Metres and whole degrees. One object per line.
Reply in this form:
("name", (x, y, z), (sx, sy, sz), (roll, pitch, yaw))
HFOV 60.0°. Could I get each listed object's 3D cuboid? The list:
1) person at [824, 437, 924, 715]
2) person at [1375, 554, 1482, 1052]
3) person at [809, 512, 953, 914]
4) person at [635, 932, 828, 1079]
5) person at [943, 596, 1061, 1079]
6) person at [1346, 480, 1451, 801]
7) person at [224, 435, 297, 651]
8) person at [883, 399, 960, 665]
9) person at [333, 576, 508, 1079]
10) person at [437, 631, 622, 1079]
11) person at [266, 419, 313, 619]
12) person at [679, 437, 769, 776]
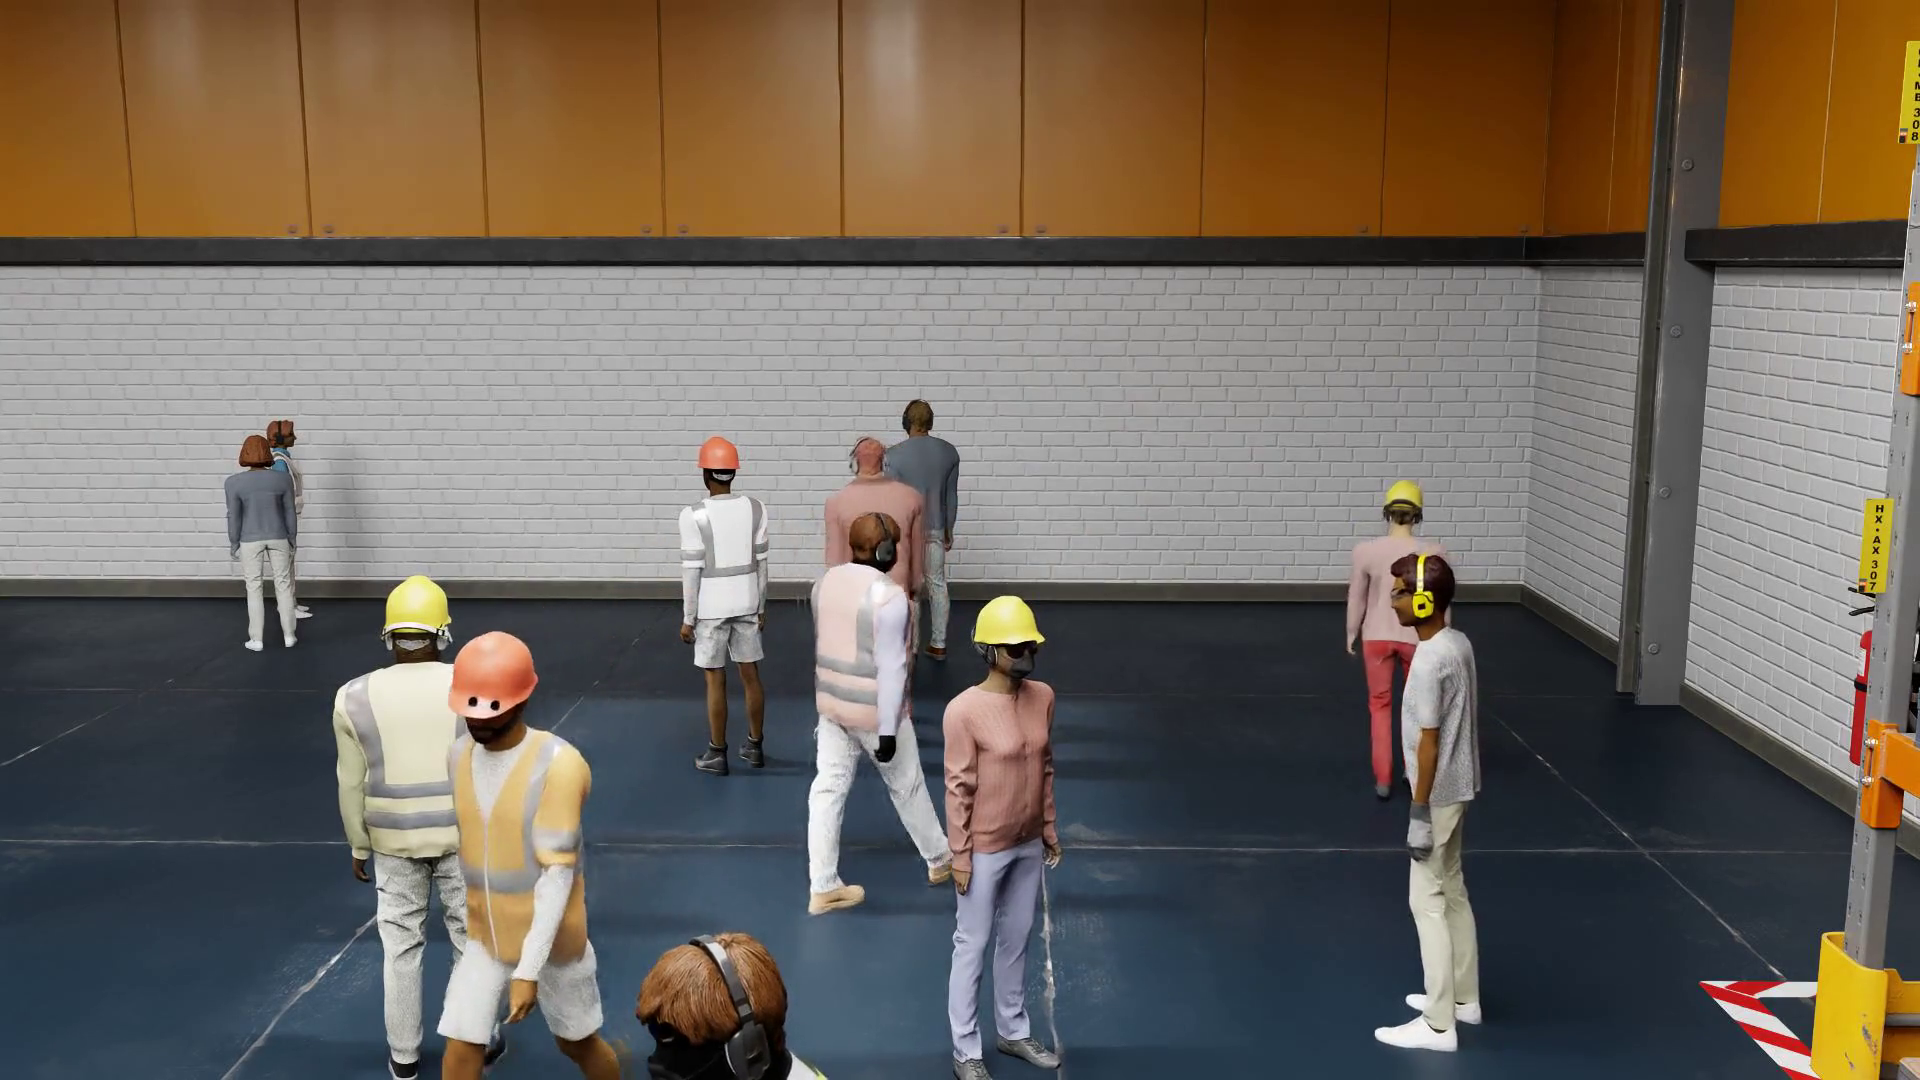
("person", (-0.538, 0.287, 10.328), (0.645, 1.853, 1.013), (-3, 10, -15))
("person", (1.783, 0.969, 6.256), (0.399, 1.849, 0.502), (5, 11, 29))
("person", (-0.344, 0.764, 7.625), (0.626, 1.794, 0.940), (9, 13, 44))
("person", (-0.364, 1.547, 2.857), (0.429, 1.831, 0.634), (-8, 12, -40))
("person", (0.158, 1.067, 5.893), (0.525, 1.772, 0.307), (-9, 13, -44))
("person", (2.392, 0.543, 9.102), (0.549, 1.746, 0.508), (2, 10, 14))
("person", (-5.262, 0.021, 12.567), (0.498, 1.633, 0.285), (-6, 11, -33))
("person", (-0.298, -0.058, 12.124), (0.633, 1.939, 0.368), (-6, 11, -34))
("person", (-1.881, 1.032, 5.910), (0.590, 1.833, 0.404), (-2, 10, -13))
("person", (-1.329, 1.177, 4.977), (0.533, 1.873, 0.992), (4, 10, 24))
("person", (-5.556, -0.171, 13.701), (0.308, 1.640, 0.514), (-4, 10, -25))
("person", (-1.354, 0.379, 9.509), (0.545, 1.939, 0.374), (-6, 11, -33))
